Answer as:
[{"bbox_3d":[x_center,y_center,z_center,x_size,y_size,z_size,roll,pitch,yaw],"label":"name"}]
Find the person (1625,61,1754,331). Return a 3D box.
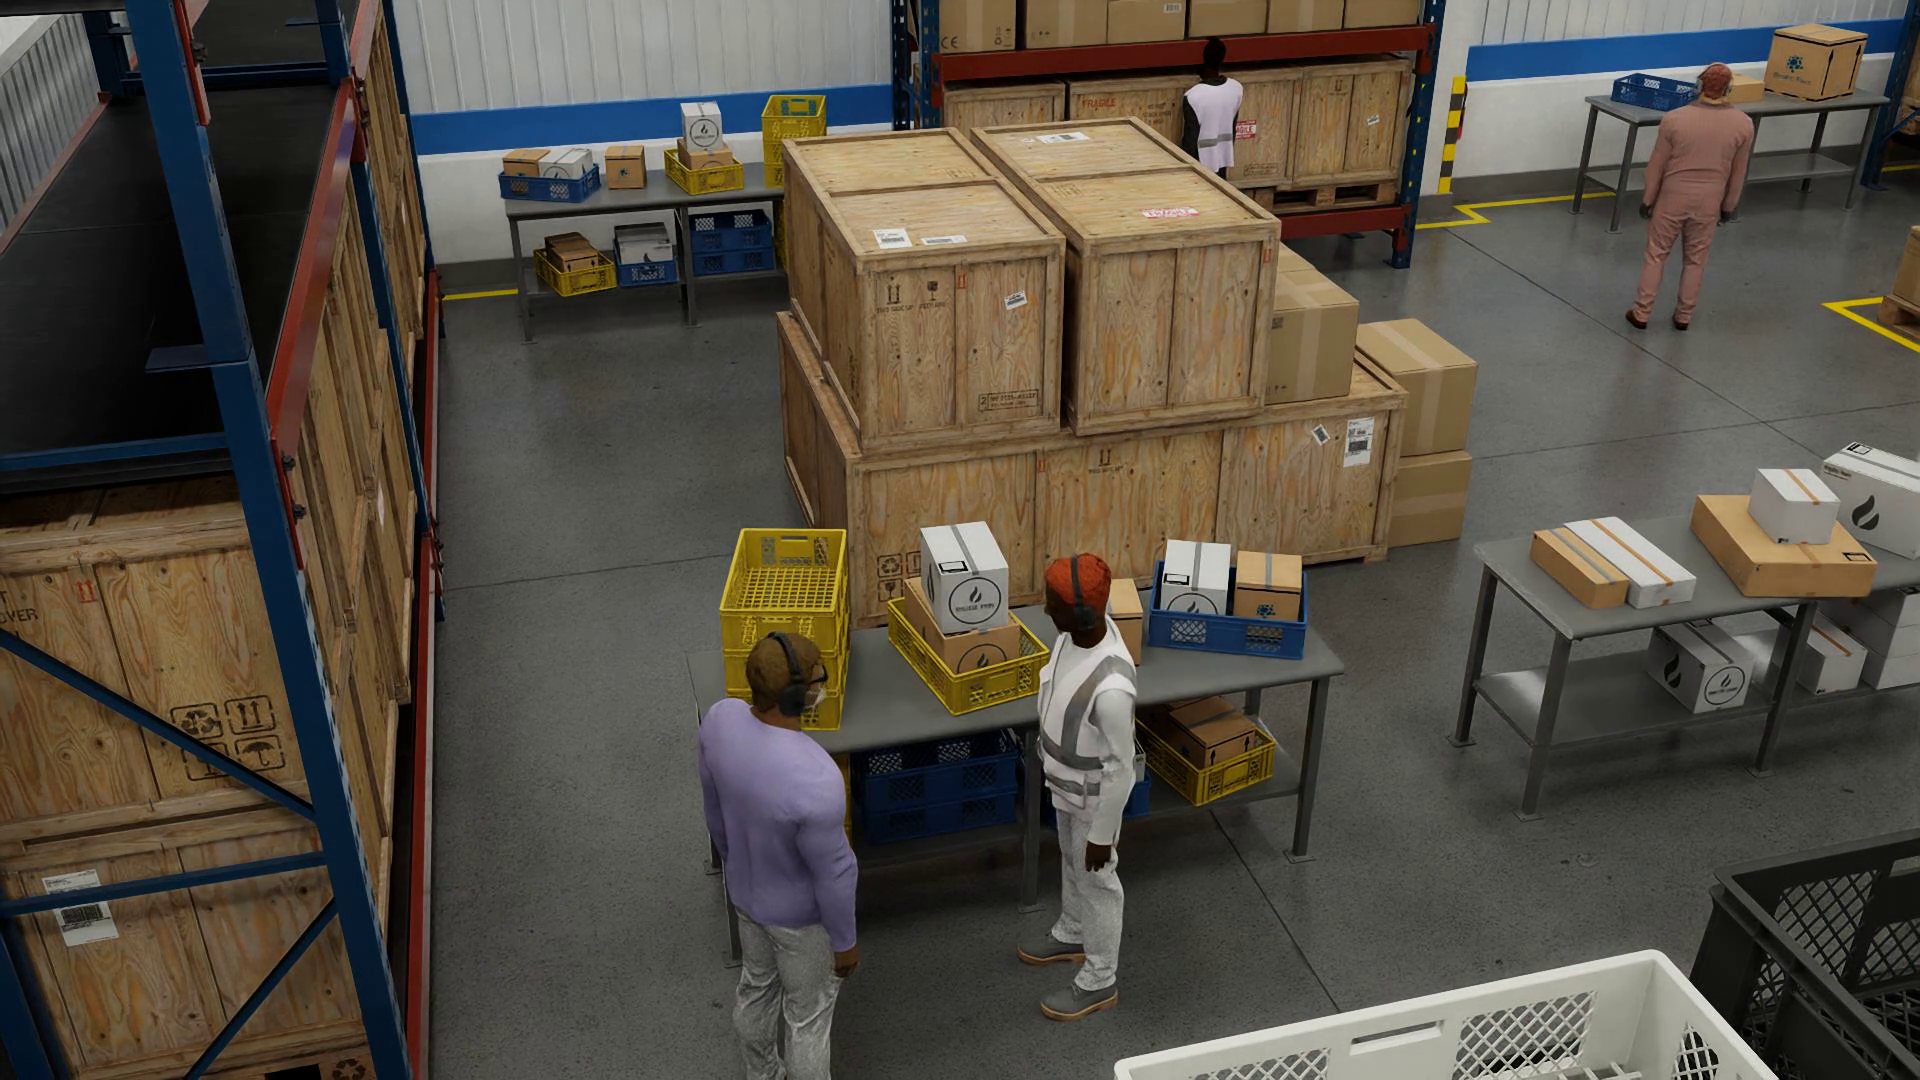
[{"bbox_3d":[5.176,-2.422,11.815,0.657,1.900,0.394,4,29,7],"label":"person"}]

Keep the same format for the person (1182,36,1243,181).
[{"bbox_3d":[1.841,-2.782,12.442,0.594,1.919,0.388,-25,37,-37],"label":"person"}]

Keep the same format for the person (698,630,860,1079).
[{"bbox_3d":[-0.549,1.139,5.307,0.353,1.936,0.635,-25,38,-38],"label":"person"}]

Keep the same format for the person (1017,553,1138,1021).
[{"bbox_3d":[0.430,0.868,5.851,0.360,1.886,0.574,-5,29,-9],"label":"person"}]
